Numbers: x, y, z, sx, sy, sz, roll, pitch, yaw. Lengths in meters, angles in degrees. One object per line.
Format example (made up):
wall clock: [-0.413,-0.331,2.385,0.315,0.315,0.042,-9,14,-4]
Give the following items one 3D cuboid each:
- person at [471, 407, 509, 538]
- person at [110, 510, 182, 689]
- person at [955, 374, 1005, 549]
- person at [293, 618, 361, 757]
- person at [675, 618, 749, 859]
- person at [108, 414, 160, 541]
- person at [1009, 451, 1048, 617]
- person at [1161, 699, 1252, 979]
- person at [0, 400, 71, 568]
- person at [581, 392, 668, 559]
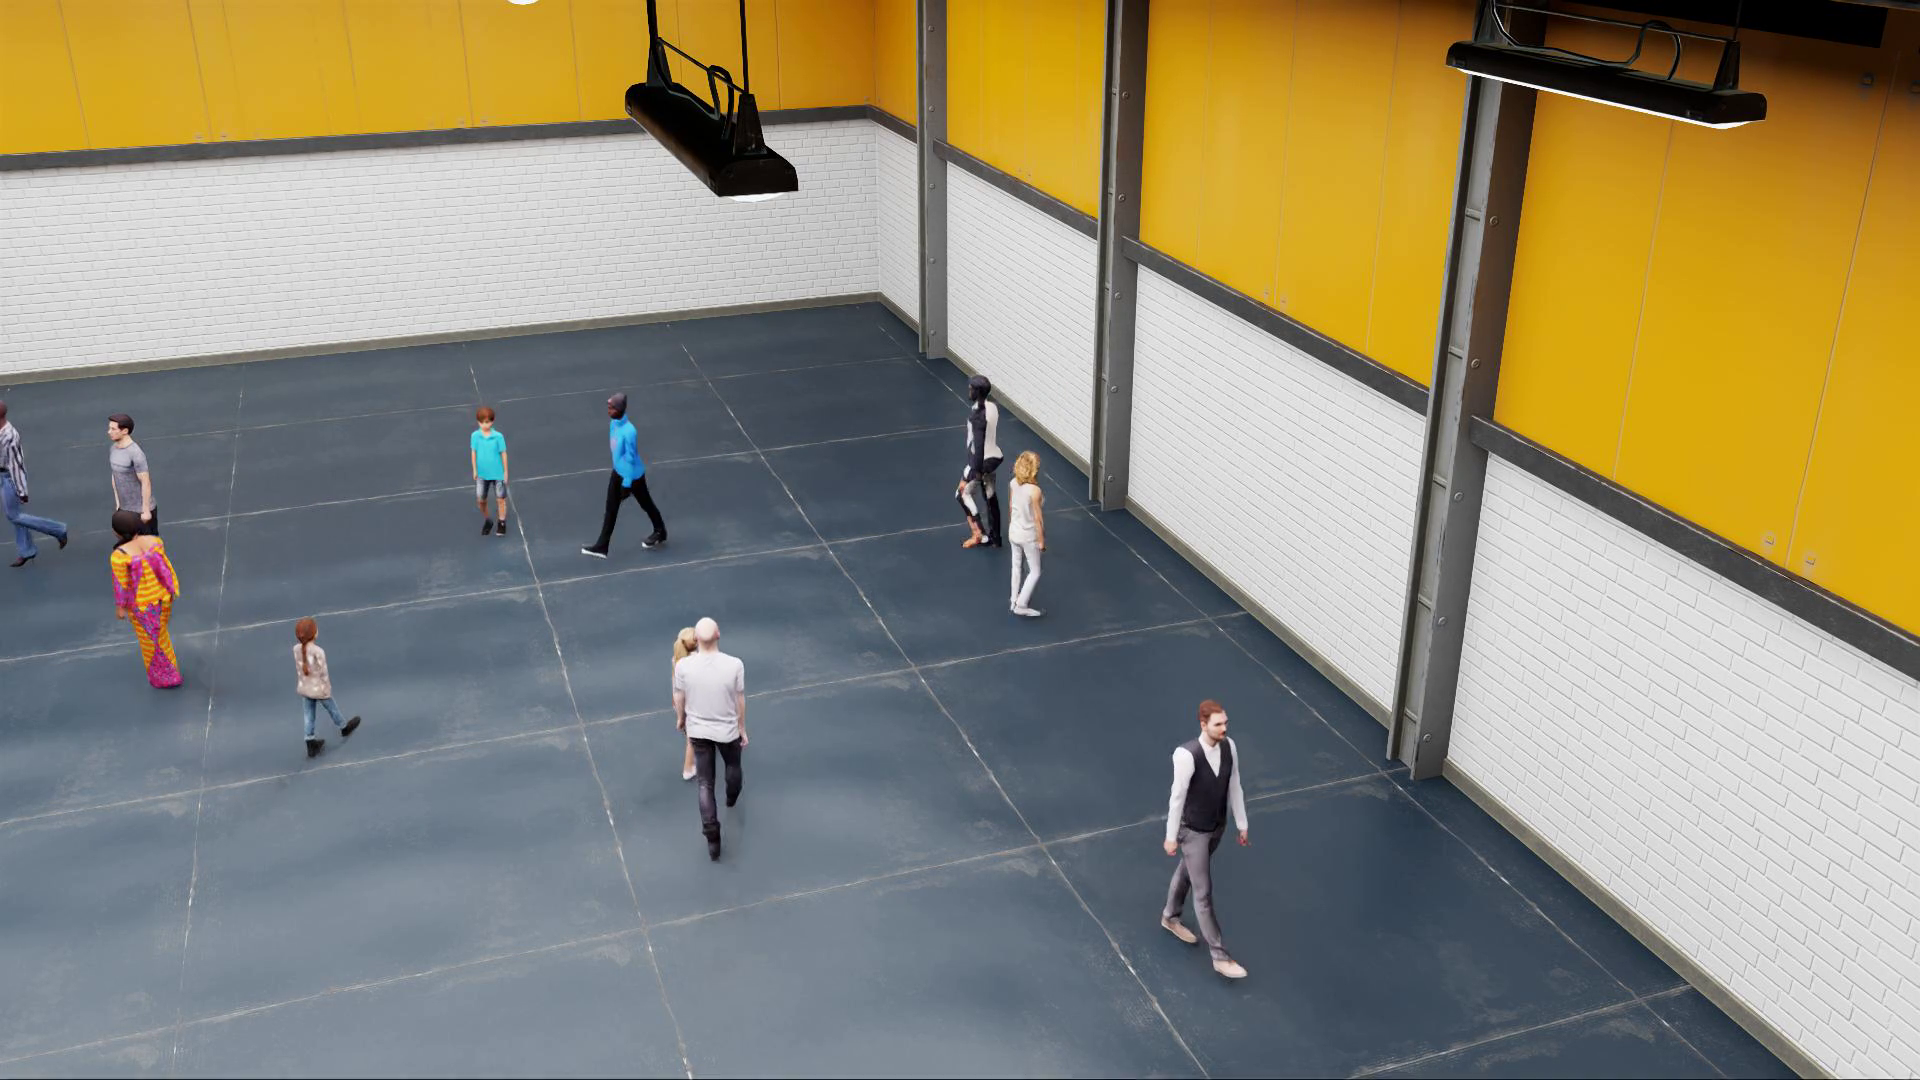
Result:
person: [-4.986,-0.760,17.736,0.610,1.442,0.613,0,24,-1]
person: [-7.080,0.516,14.549,0.926,1.656,0.865,11,26,23]
person: [0.317,-0.782,17.240,0.882,1.879,0.816,9,25,20]
person: [-5.295,1.215,13.553,0.748,1.174,0.831,8,25,18]
person: [-1.815,1.474,12.198,0.912,1.785,1.263,-2,24,-4]
person: [-8.029,-0.343,16.245,0.698,1.871,0.795,14,27,30]
person: [0.609,-0.056,15.849,0.591,1.663,0.762,21,31,40]
person: [1.541,1.880,11.114,0.915,1.908,1.193,-17,29,-34]
person: [-9.523,-0.583,16.908,0.818,1.780,0.844,-16,28,-32]
person: [-3.320,-0.657,17.142,1.016,1.729,1.218,-20,31,-38]
